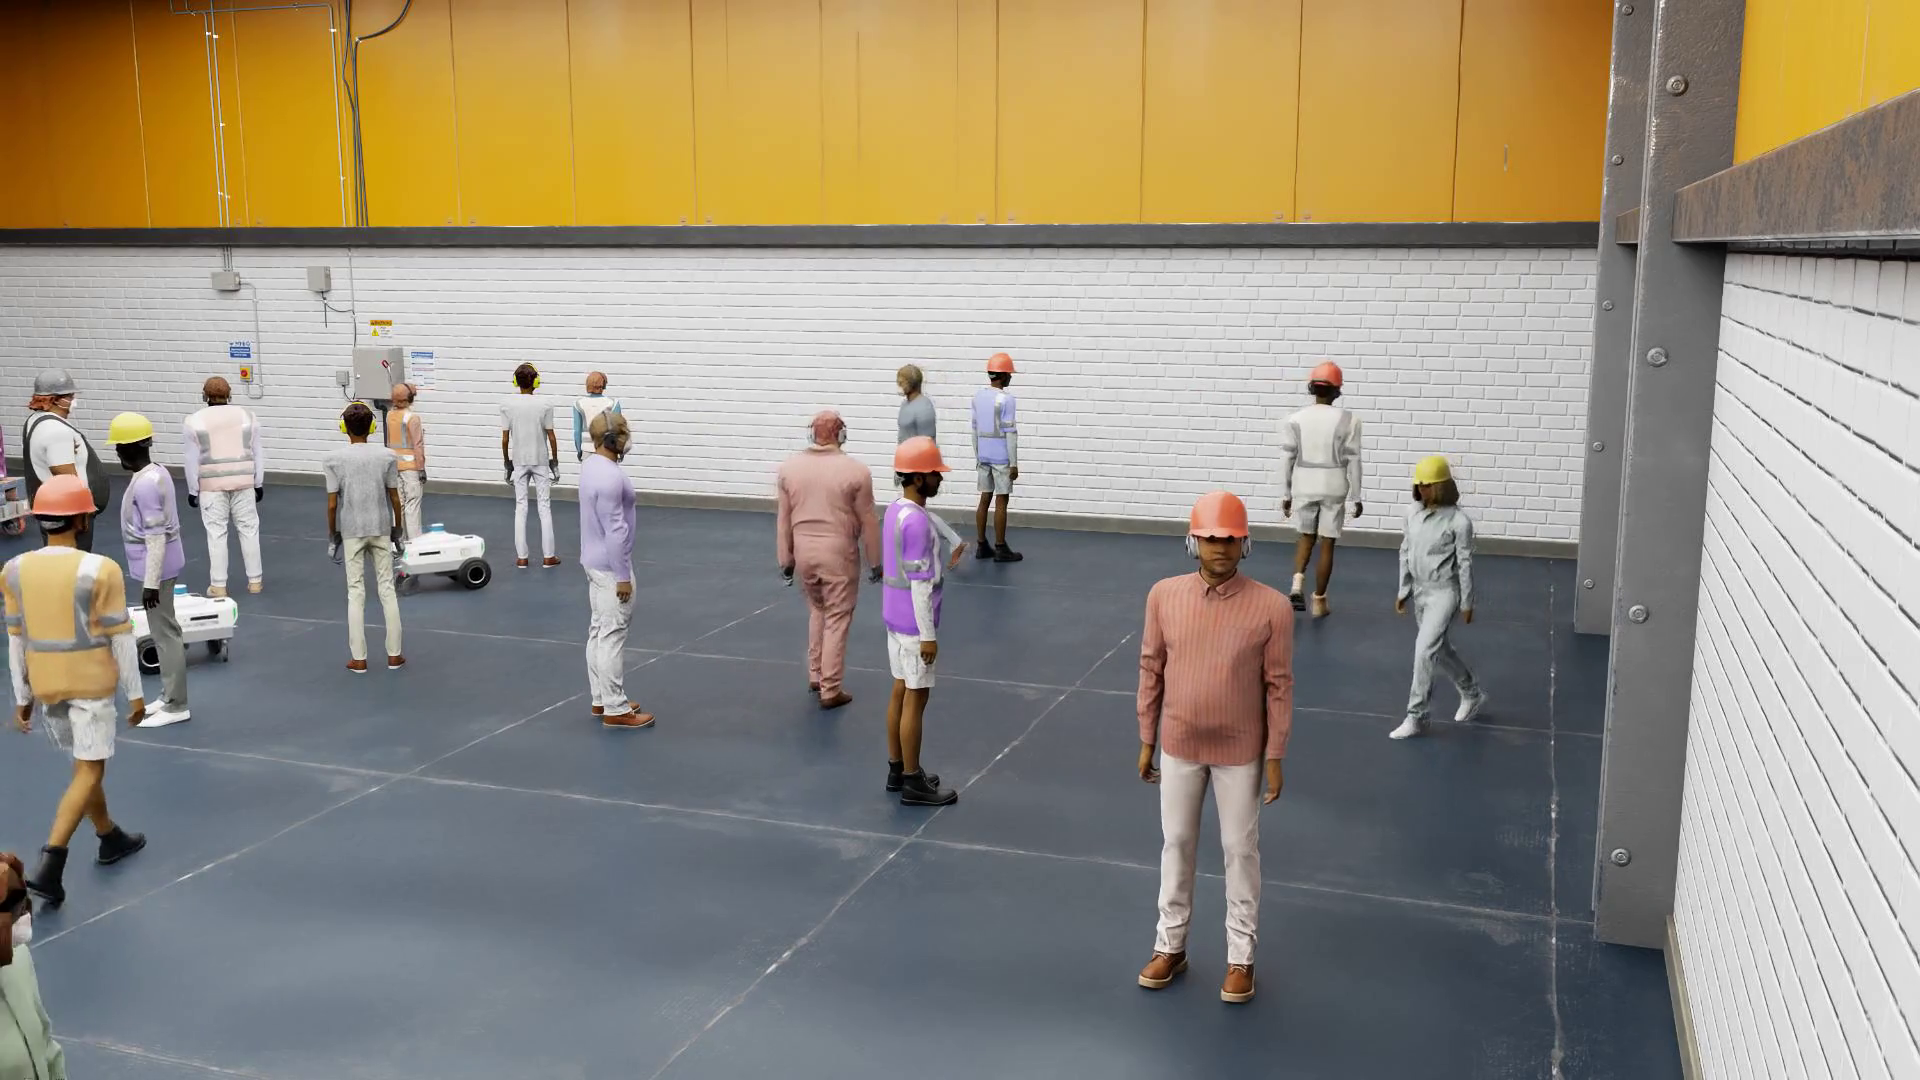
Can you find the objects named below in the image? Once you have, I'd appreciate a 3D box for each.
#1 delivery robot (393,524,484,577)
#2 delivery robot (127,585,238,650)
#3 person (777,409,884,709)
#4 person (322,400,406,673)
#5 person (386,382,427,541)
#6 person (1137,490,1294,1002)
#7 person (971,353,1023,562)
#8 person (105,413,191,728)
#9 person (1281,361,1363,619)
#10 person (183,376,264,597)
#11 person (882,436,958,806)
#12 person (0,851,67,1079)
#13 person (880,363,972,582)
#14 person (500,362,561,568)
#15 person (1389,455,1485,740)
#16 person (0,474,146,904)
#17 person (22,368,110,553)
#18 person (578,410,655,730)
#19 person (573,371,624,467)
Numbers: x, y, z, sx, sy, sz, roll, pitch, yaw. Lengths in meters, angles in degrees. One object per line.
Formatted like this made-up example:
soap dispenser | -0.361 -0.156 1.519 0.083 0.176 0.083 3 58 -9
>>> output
delivery robot | -4.433 0.105 14.148 0.707 0.478 0.477 -6 12 -32
delivery robot | -5.434 0.556 11.608 0.707 0.478 0.477 -7 12 -33
person | -0.799 0.111 10.631 0.643 1.890 0.632 5 11 26
person | -4.079 -0.022 11.424 0.507 1.872 0.329 -5 11 -25
person | -5.208 -0.665 15.690 0.523 1.641 0.307 9 13 40
person | 0.978 0.793 6.475 0.616 1.997 0.373 4 11 23
person | 0.356 -0.766 15.425 0.375 1.935 0.551 -9 13 -40
person | -4.933 0.181 10.134 0.383 1.922 0.587 -4 11 -22
person | 2.827 -0.379 12.985 0.616 2.025 0.472 6 12 30
person | -6.131 -0.444 13.881 0.619 1.845 0.430 -7 12 -35
person | -0.222 0.421 8.736 0.360 1.939 0.543 -3 11 -17
person | -2.134 1.465 3.749 0.349 1.620 0.503 -2 10 -13
person | -0.313 -0.591 14.536 0.838 1.917 0.638 -2 10 -13
person | -3.890 -0.673 15.092 0.512 1.872 0.328 -1 10 -5
person | 2.922 0.315 9.989 0.819 1.703 0.476 -5 11 -28
person | -4.031 0.658 7.519 0.556 1.906 0.918 1 10 5
person | -6.552 -0.254 12.251 0.537 2.000 0.682 -10 14 -44
person | -2.112 0.178 10.107 0.373 1.940 0.630 -5 11 -24
person | -3.699 -0.909 17.066 0.514 1.641 0.307 0 10 0
